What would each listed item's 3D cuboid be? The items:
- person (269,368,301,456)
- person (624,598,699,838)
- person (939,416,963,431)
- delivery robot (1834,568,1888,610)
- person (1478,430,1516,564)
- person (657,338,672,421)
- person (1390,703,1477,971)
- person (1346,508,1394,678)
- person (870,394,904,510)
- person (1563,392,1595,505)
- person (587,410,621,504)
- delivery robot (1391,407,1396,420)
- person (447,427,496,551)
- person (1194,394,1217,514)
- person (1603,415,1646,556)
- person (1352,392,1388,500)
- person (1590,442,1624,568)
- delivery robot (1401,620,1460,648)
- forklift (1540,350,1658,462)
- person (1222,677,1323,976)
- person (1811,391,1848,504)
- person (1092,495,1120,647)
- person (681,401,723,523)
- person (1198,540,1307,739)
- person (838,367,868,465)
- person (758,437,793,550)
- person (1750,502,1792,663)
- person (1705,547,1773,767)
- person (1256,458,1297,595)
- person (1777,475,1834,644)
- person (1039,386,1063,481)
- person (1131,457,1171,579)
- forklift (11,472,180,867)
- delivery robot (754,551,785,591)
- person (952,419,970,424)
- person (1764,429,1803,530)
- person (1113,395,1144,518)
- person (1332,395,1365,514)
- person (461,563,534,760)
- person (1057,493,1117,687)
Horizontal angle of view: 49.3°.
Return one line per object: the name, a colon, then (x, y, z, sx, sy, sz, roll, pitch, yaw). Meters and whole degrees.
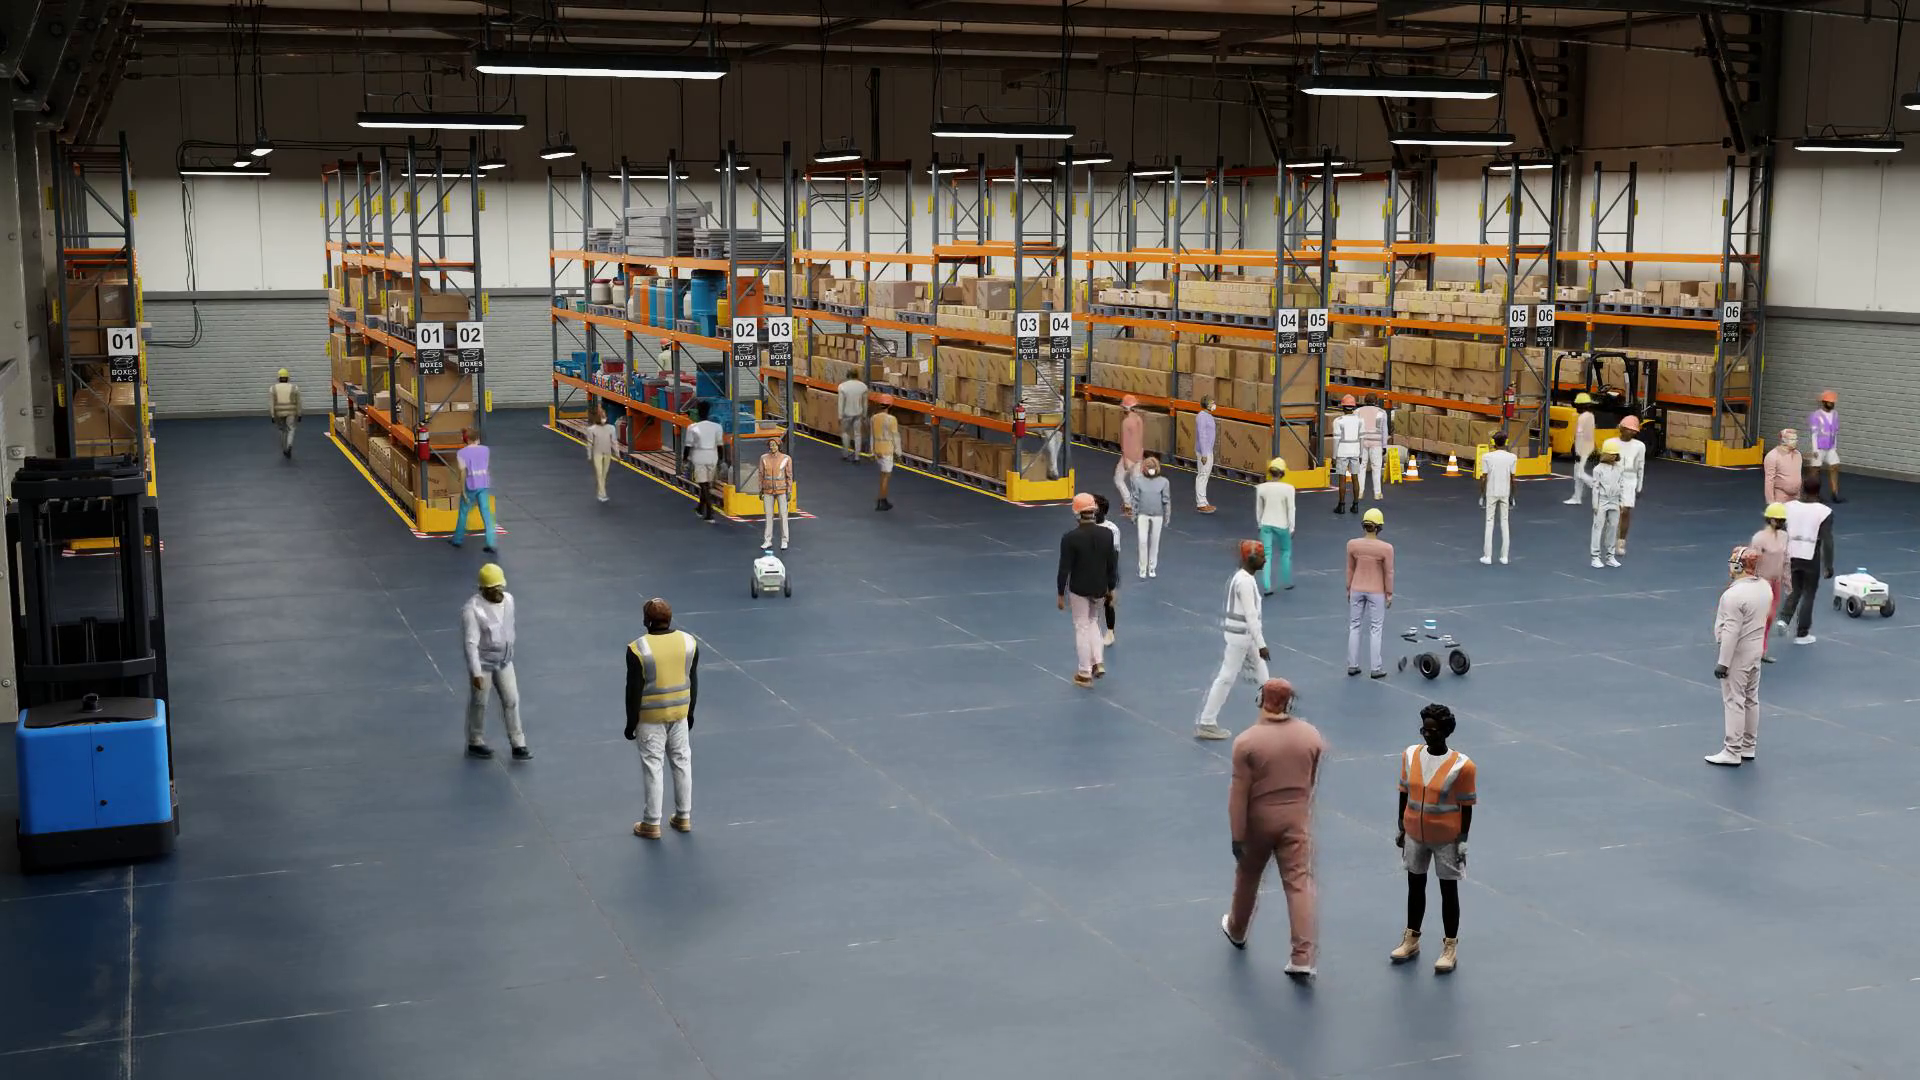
person: (-13.684, -2.582, 42.471, 0.599, 1.811, 0.761, -2, 9, -10)
person: (-2.312, 1.356, 16.124, 0.621, 1.845, 0.429, -7, 11, -38)
person: (-0.285, -3.400, 47.355, 0.622, 2.008, 1.036, -6, 10, -34)
delivery robot: (10.921, 0.584, 25.372, 0.477, 0.478, 0.707, -1, 9, -7)
person: (7.470, -0.598, 29.120, 0.506, 1.859, 0.320, 0, 9, 1)
person: (-7.094, -3.900, 50.698, 0.407, 1.986, 0.614, 6, 10, 35)
person: (2.990, 1.862, 13.228, 0.531, 1.697, 0.320, 7, 11, 40)
person: (4.269, 0.545, 21.822, 0.517, 1.757, 0.336, 5, 10, 30)
person: (-1.204, -1.463, 34.698, 0.615, 1.915, 0.550, -8, 12, -43)
person: (10.496, -1.513, 35.036, 0.669, 1.912, 0.590, 5, 10, 30)
person: (-6.024, -1.410, 35.425, 0.517, 1.585, 0.865, -5, 10, -32)
delivery robot: (9.917, -2.790, 47.869, 0.707, 0.478, 0.477, -7, 11, -38)
person: (-7.055, -0.742, 30.280, 0.984, 1.793, 0.574, 8, 12, 44)
person: (4.032, -1.420, 34.317, 0.372, 1.940, 0.630, 2, 9, 15)
person: (9.488, -0.811, 30.051, 0.620, 2.000, 0.791, 2, 9, 10)
person: (7.034, -1.622, 35.987, 0.624, 1.844, 0.430, 3, 9, 20)
person: (8.919, -0.489, 28.791, 0.484, 1.737, 0.331, -3, 9, -17)
delivery robot: (4.947, 0.959, 22.015, 0.335, 0.223, 0.698, -5, 10, -29)
forklift: (12.897, -2.725, 42.309, 2.313, 2.155, 1.214, -3, 9, -21)
person: (1.986, 1.790, 13.279, 0.638, 1.842, 1.072, -2, 9, -14)
person: (14.645, -1.548, 35.246, 0.570, 1.909, 0.837, -3, 9, -18)
person: (1.555, 0.338, 23.397, 0.316, 1.695, 0.542, -7, 11, -40)
person: (-4.095, -1.252, 33.269, 0.625, 1.910, 1.001, -5, 10, -33)
person: (2.650, 0.914, 19.116, 1.002, 1.827, 0.595, 2, 9, 12)
person: (-2.155, -2.458, 41.324, 0.651, 1.908, 0.815, -3, 9, -22)
person: (-2.679, -0.686, 30.418, 0.517, 1.638, 0.308, 2, 9, 12)
person: (8.677, 0.456, 22.447, 0.523, 1.752, 0.401, -5, 10, -31)
person: (6.780, 1.005, 18.254, 0.642, 1.908, 0.408, -8, 12, -43)
person: (4.065, -0.186, 26.733, 0.552, 1.729, 0.824, 5, 10, 28)
person: (9.501, 0.218, 23.526, 0.441, 1.897, 0.612, -6, 11, -36)
person: (1.739, -2.028, 38.724, 0.581, 1.847, 0.951, -2, 9, -11)
person: (2.538, -0.285, 27.795, 0.523, 1.608, 0.670, 0, 9, 2)
forklift: (-6.630, 0.886, 15.957, 1.129, 2.768, 1.873, -3, 9, -21)
delivery robot: (-2.430, 0.385, 26.701, 0.477, 0.478, 0.707, -2, 9, -10)
person: (0.121, -3.653, 49.736, 0.615, 1.784, 0.945, -4, 9, -22)
person: (11.360, -0.582, 28.838, 0.651, 1.905, 0.409, -5, 10, -28)
person: (2.734, -1.339, 33.637, 0.449, 1.979, 0.614, 6, 11, 37)
person: (6.332, -1.407, 34.229, 0.542, 1.939, 0.359, -2, 9, -12)
person: (-4.052, 1.068, 18.262, 0.833, 1.773, 0.634, 6, 11, 36)
person: (1.275, 0.503, 21.345, 0.648, 1.979, 0.440, -5, 10, -29)
